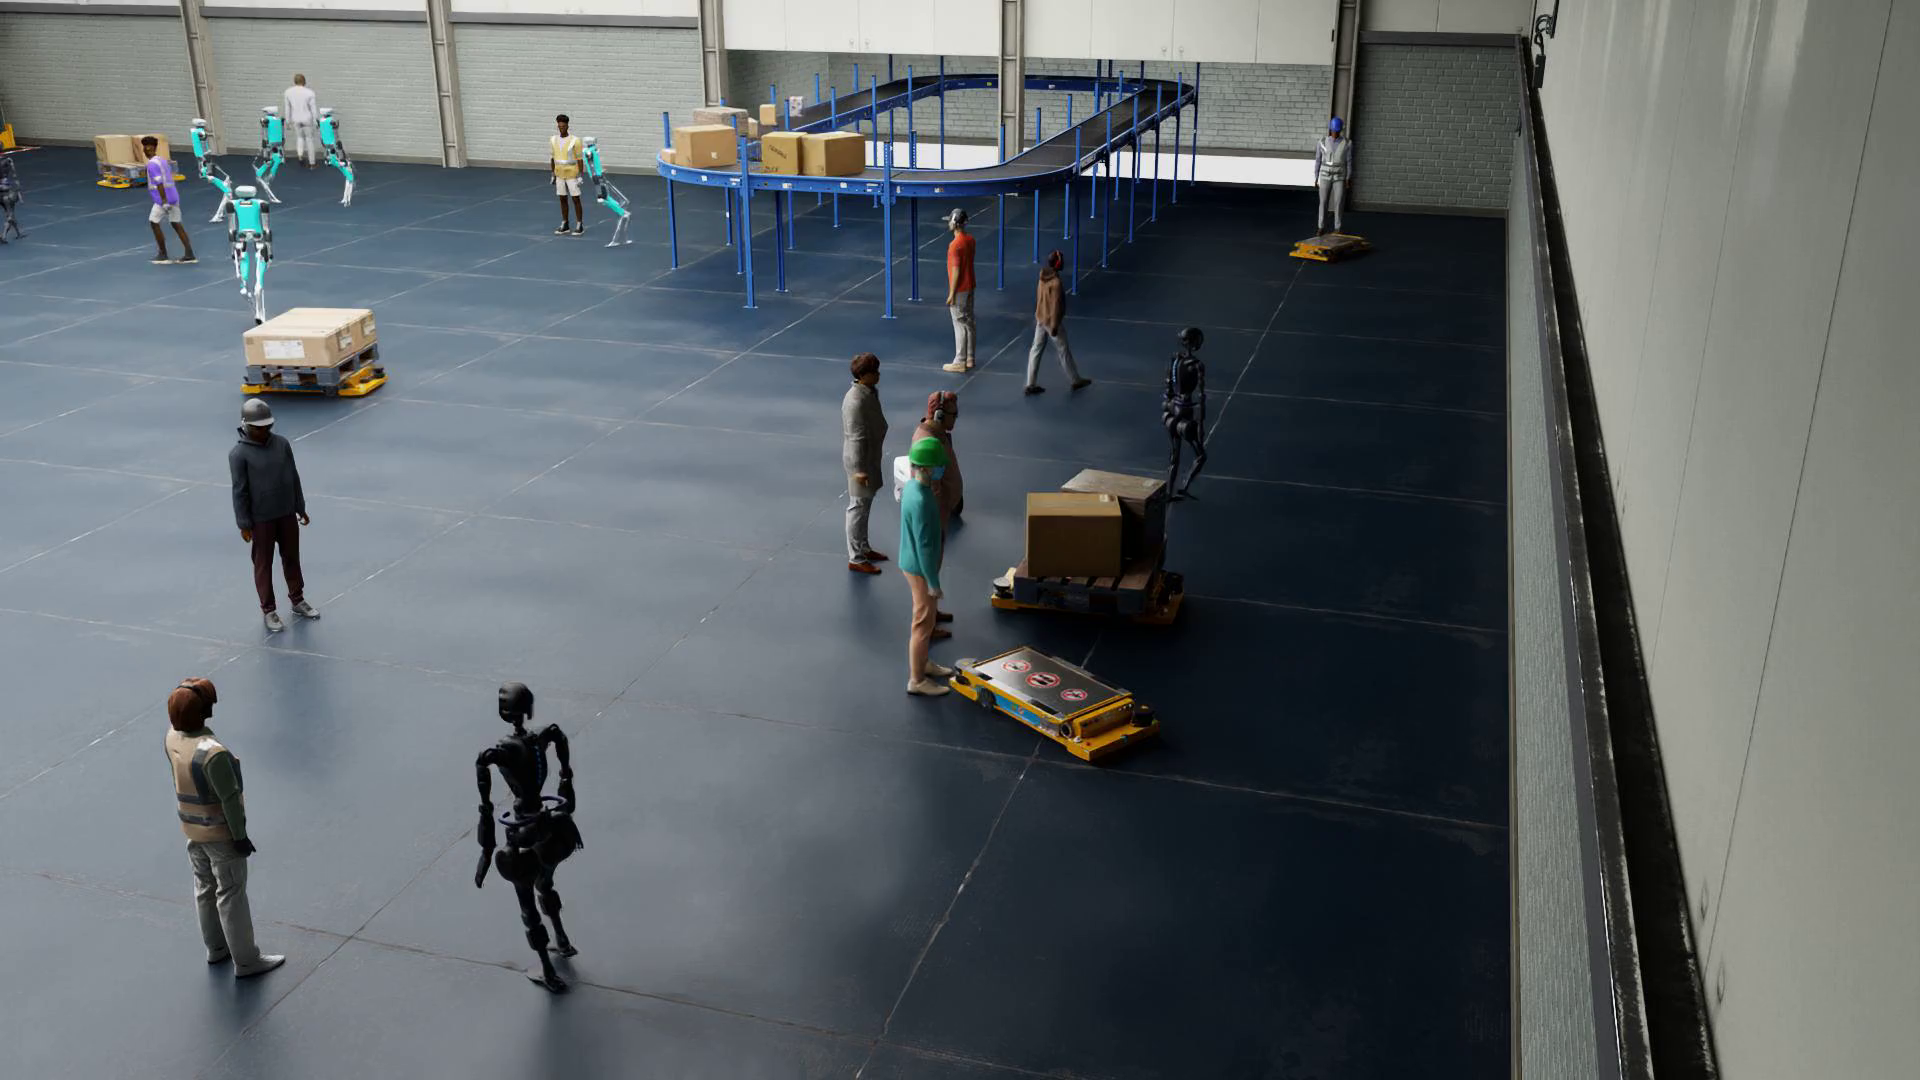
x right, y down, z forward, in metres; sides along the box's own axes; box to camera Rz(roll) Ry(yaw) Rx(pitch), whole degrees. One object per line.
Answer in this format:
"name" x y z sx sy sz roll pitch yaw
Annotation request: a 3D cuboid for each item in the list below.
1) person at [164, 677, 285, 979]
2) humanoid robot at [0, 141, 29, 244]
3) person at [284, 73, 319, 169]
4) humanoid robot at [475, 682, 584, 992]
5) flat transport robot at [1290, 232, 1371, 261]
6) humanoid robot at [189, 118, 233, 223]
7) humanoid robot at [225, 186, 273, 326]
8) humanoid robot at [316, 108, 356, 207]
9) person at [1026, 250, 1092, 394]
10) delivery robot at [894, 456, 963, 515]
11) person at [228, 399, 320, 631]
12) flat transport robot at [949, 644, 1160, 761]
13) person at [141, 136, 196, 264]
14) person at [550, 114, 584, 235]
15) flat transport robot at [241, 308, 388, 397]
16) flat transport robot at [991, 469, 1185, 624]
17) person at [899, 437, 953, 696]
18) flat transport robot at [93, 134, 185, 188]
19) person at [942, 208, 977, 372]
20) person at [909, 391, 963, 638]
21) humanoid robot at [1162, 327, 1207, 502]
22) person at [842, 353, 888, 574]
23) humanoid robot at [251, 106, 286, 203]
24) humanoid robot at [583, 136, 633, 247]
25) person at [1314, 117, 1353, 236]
"person" -3.790 1.465 8.461 0.515 1.645 0.306 15 25 33
"humanoid robot" -15.475 -5.632 26.897 0.593 1.639 0.762 5 22 14
"person" -13.528 -8.625 34.260 0.673 1.915 0.450 -2 21 -6
"humanoid robot" -2.159 1.493 8.359 0.366 1.645 0.605 17 27 36
"flat transport robot" 5.819 -4.597 26.100 0.659 0.231 1.431 17 27 37
"humanoid robot" -12.772 -6.368 28.578 0.680 1.751 0.542 -18 27 -38
"humanoid robot" -9.232 -3.623 21.619 0.549 1.841 0.870 -4 22 -11
"humanoid robot" -11.170 -6.918 30.117 0.546 1.818 0.700 14 25 32
"person" 1.095 -2.447 18.640 0.833 1.613 0.475 -11 23 -25
"delivery robot" -0.326 -0.522 15.125 0.499 0.589 0.784 -9 23 -22
"person" -5.207 -0.205 12.575 0.381 1.806 0.550 15 26 35
"flat transport robot" 0.628 1.082 11.371 0.659 0.231 1.431 -17 27 -36
"person" -12.104 -5.153 25.259 0.771 1.912 0.603 0 21 -1
"person" -6.493 -6.031 27.463 0.612 1.965 0.361 8 22 19
"flat transport robot" -7.333 -1.831 18.926 1.431 0.231 0.659 2 21 5
"flat transport robot" 1.019 0.400 13.141 1.431 0.231 0.659 6 22 14
"person" -0.238 0.176 11.500 0.371 1.867 0.536 -1 21 -3
"flat transport robot" -16.055 -7.100 32.594 0.659 0.231 1.431 15 26 33
"person" -0.019 -2.925 19.485 0.402 1.912 0.475 11 24 26
"person" -0.175 -0.198 12.448 0.394 1.892 0.630 1 21 2
"humanoid robot" 2.038 -1.137 15.174 0.399 1.649 0.614 -11 23 -26
"person" -0.775 -0.642 13.674 0.369 1.833 0.505 4 21 11
"humanoid robot" -12.613 -6.918 30.227 0.769 1.895 0.544 7 22 19
"humanoid robot" -5.510 -5.525 26.478 0.845 1.775 0.617 -1 21 -3
"person" 6.122 -5.963 27.335 0.608 1.935 0.415 5 22 13
